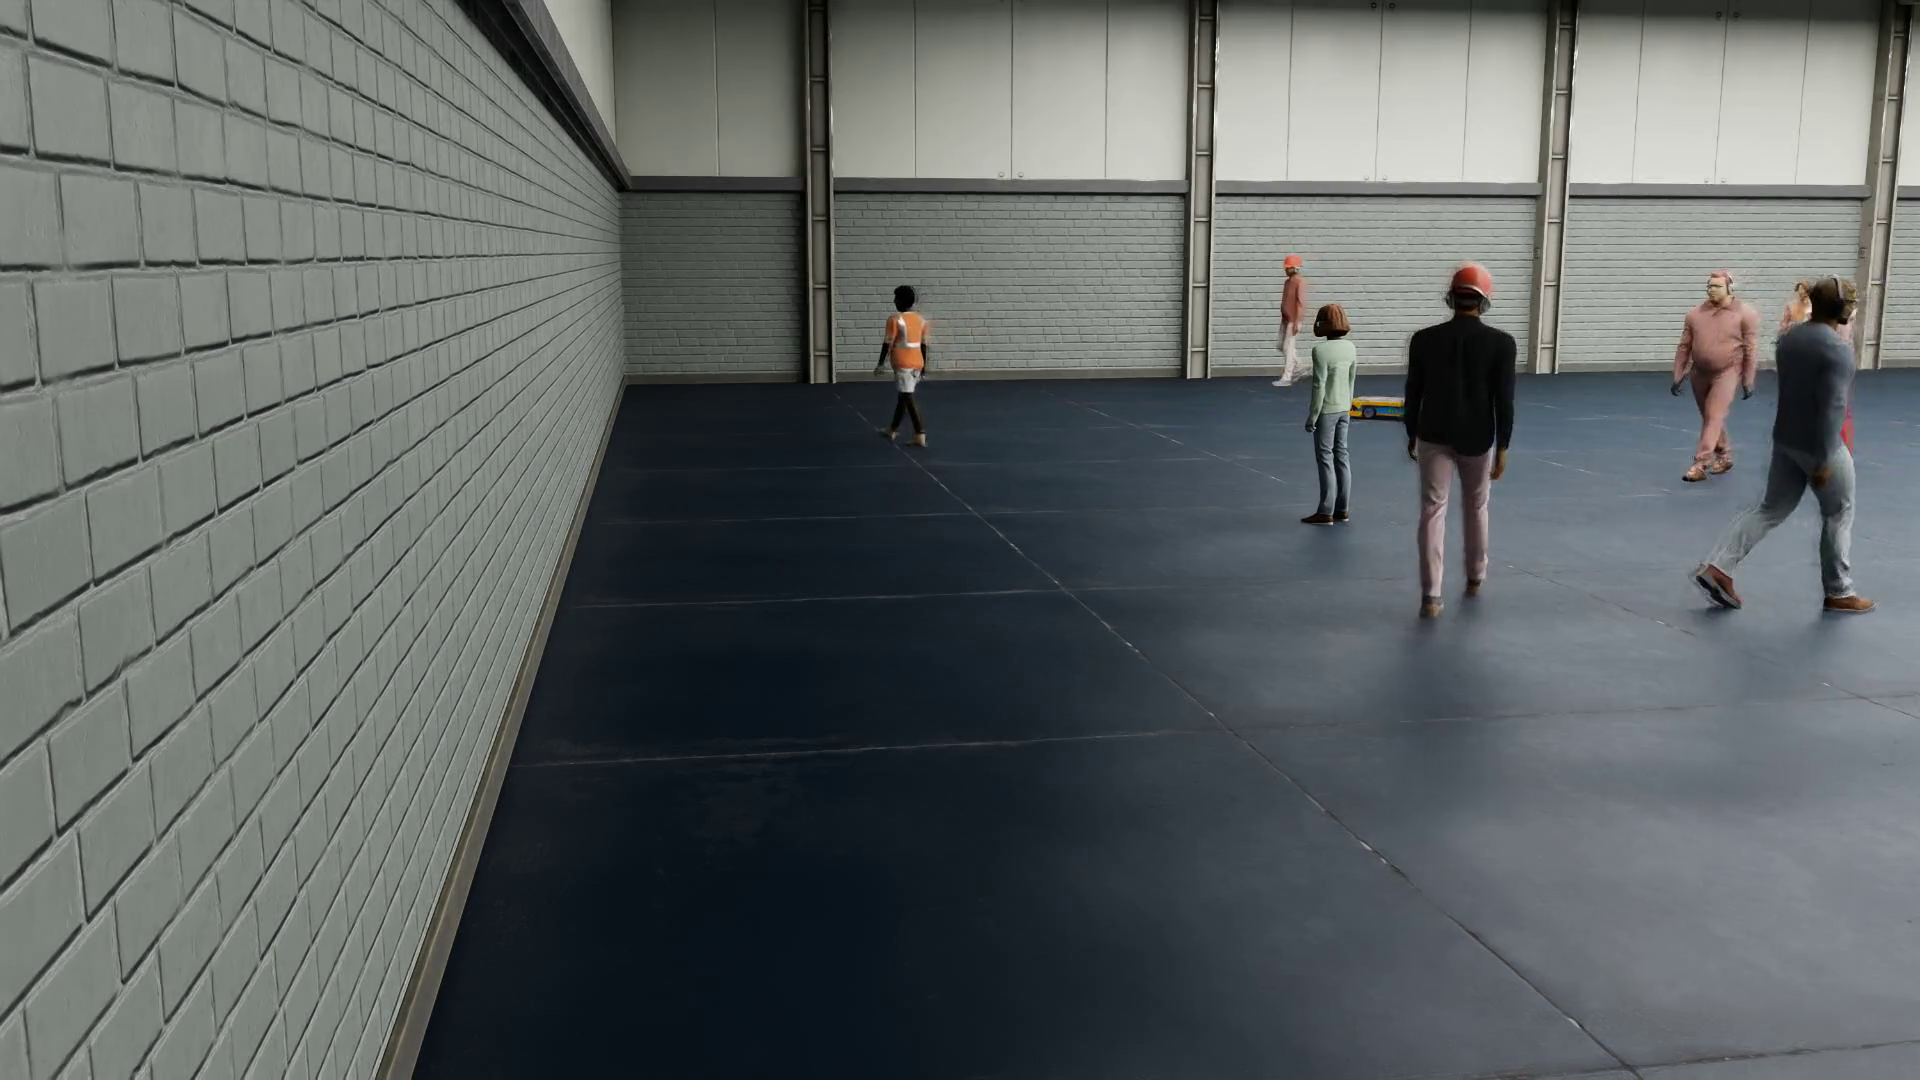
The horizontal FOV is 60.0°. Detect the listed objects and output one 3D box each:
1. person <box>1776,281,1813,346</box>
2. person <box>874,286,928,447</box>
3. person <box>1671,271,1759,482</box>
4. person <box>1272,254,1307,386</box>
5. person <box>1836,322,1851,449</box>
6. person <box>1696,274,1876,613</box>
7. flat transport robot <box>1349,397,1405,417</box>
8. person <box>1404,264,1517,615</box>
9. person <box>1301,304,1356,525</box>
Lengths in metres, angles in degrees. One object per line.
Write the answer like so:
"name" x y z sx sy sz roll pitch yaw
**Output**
"person" 11.846 -2.846 23.510 0.855 1.592 0.540 -5 11 -28
"person" -0.631 -1.811 17.367 0.846 1.654 0.546 8 12 38
"person" 6.733 -1.469 14.868 1.024 1.857 0.653 -8 13 -38
"person" 4.975 -3.302 25.017 0.561 1.980 0.661 -2 10 -9
"person" 8.167 -1.576 15.771 0.675 1.743 0.551 1 10 4
"person" 4.656 -0.524 9.259 0.939 1.908 0.630 -1 10 -6
"flat transport robot" 5.357 -1.599 20.140 1.431 0.197 0.652 5 11 29
"person" 2.839 -0.586 9.494 0.615 1.931 1.060 4 11 21
"person" 2.746 -0.929 12.361 0.508 1.632 0.265 -9 14 -43
